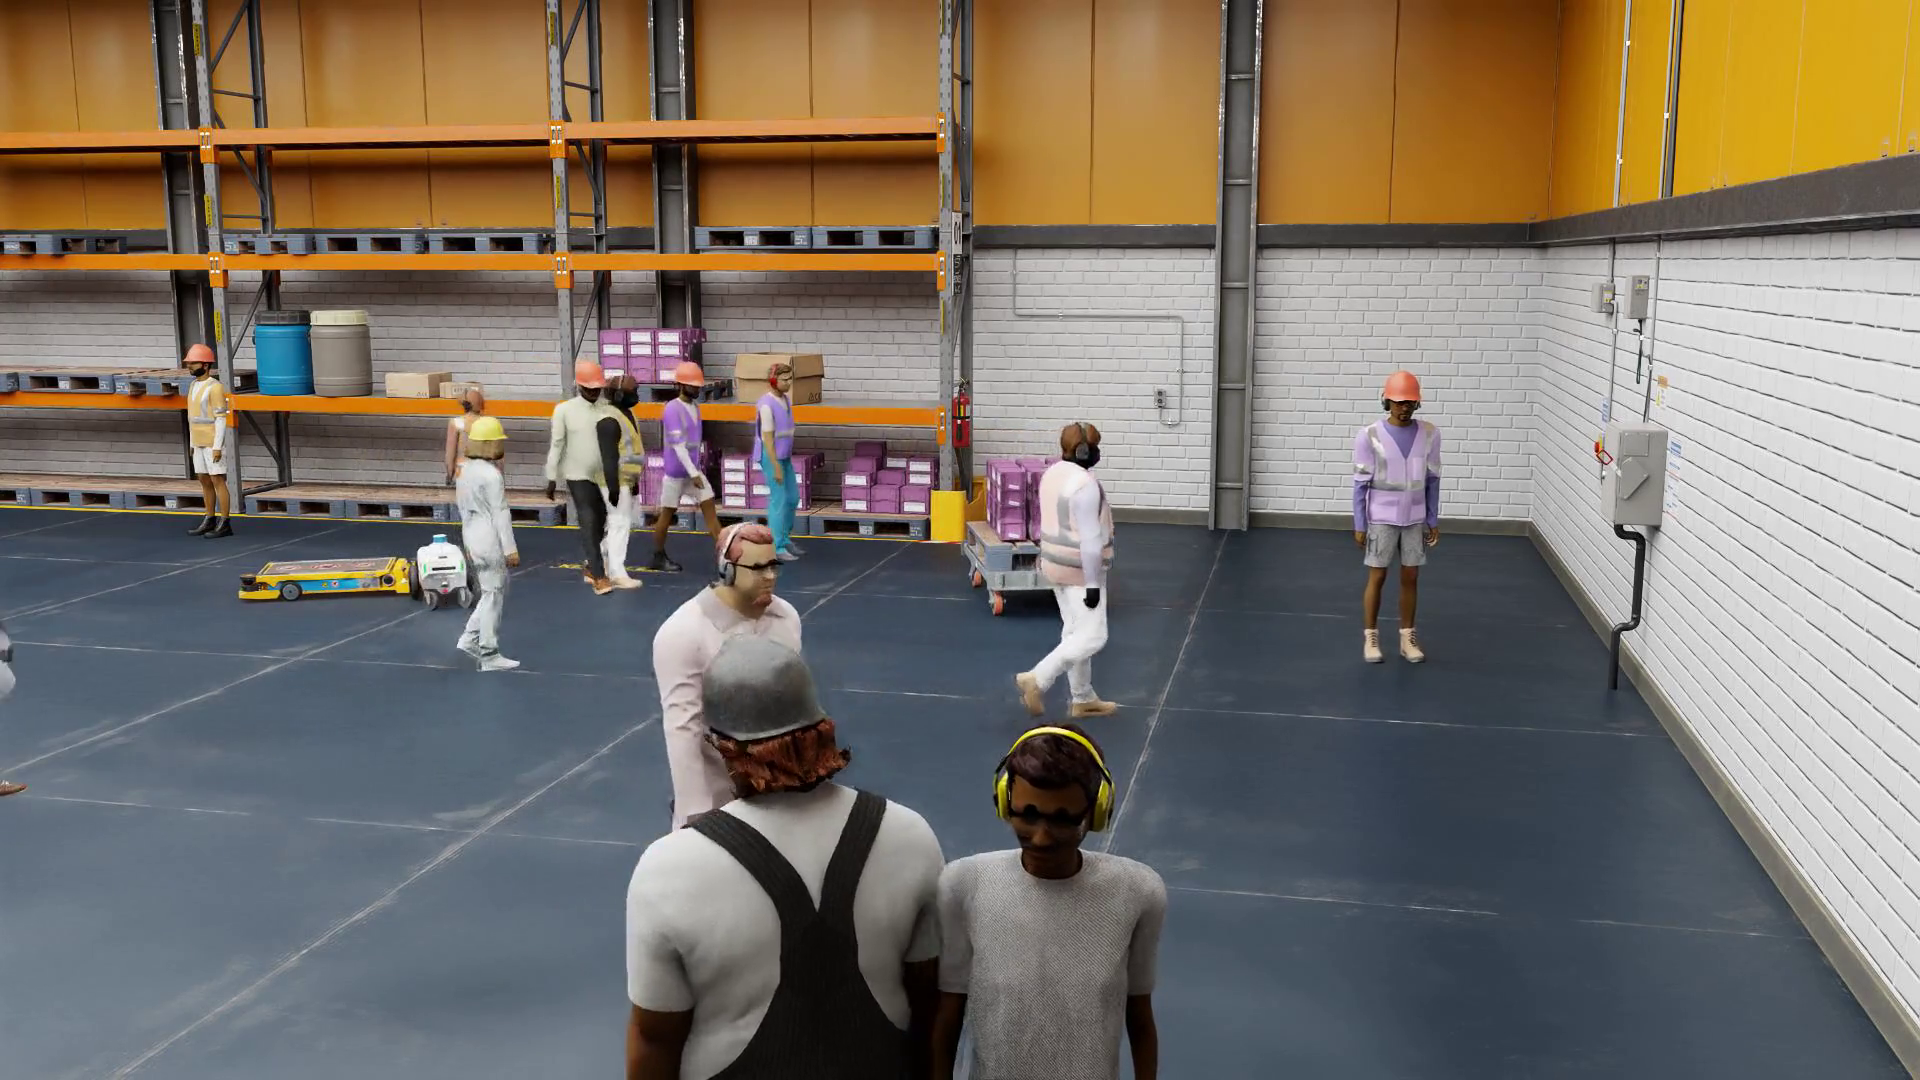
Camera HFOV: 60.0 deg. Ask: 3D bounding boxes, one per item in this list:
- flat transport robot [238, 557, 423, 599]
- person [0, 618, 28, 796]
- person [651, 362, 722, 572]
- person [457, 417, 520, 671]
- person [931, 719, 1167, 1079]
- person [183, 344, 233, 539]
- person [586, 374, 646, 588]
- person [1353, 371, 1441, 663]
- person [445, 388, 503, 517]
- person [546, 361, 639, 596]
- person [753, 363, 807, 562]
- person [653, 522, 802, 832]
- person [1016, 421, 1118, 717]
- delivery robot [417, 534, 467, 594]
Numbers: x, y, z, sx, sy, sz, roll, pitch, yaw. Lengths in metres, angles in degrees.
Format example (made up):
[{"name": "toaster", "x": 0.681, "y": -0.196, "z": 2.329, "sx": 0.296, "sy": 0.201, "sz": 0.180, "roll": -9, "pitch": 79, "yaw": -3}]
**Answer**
[{"name": "flat transport robot", "x": -5.214, "y": 0.309, "z": 13.907, "sx": 1.431, "sy": 0.197, "sz": 0.652, "roll": -2, "pitch": 10, "yaw": -13}, {"name": "person", "x": -5.037, "y": 0.429, "z": 8.506, "sx": 0.379, "sy": 1.856, "sz": 0.521, "roll": -8, "pitch": 12, "yaw": -38}, {"name": "person", "x": -2.346, "y": -0.619, "z": 14.633, "sx": 1.022, "sy": 1.876, "sz": 0.544, "roll": 4, "pitch": 10, "yaw": 23}, {"name": "person", "x": -3.155, "y": 0.031, "z": 11.229, "sx": 0.347, "sy": 1.731, "sz": 0.489, "roll": -7, "pitch": 12, "yaw": -34}, {"name": "person", "x": 0.180, "y": 1.276, "z": 3.474, "sx": 0.519, "sy": 1.865, "sz": 0.327, "roll": 0, "pitch": 10, "yaw": -2}, {"name": "person", "x": -7.543, "y": -0.986, "z": 16.634, "sx": 0.545, "sy": 1.942, "sz": 0.349, "roll": 7, "pitch": 12, "yaw": 35}, {"name": "person", "x": -2.900, "y": -0.495, "z": 14.081, "sx": 0.474, "sy": 1.825, "sz": 0.659, "roll": 0, "pitch": 10, "yaw": 1}, {"name": "person", "x": 3.008, "y": -0.148, "z": 11.434, "sx": 0.609, "sy": 2.031, "sz": 0.418, "roll": -1, "pitch": 10, "yaw": -7}, {"name": "person", "x": -4.416, "y": -0.586, "z": 15.221, "sx": 0.530, "sy": 1.614, "sz": 0.709, "roll": -9, "pitch": 13, "yaw": -43}, {"name": "person", "x": -3.038, "y": -0.523, "z": 13.888, "sx": 0.730, "sy": 1.931, "sz": 0.942, "roll": -7, "pitch": 12, "yaw": -35}, {"name": "person", "x": -1.673, "y": -0.716, "z": 15.355, "sx": 0.454, "sy": 1.832, "sz": 0.624, "roll": 2, "pitch": 10, "yaw": 13}, {"name": "person", "x": -0.732, "y": 0.875, "z": 5.865, "sx": 0.667, "sy": 1.864, "sz": 0.958, "roll": -9, "pitch": 13, "yaw": -43}, {"name": "person", "x": 0.653, "y": 0.201, "z": 9.947, "sx": 0.624, "sy": 1.826, "sz": 0.643, "roll": -3, "pitch": 10, "yaw": -20}, {"name": "delivery robot", "x": -4.191, "y": 0.200, "z": 13.438, "sx": 0.477, "sy": 0.478, "sz": 0.707, "roll": -4, "pitch": 10, "yaw": -20}]
